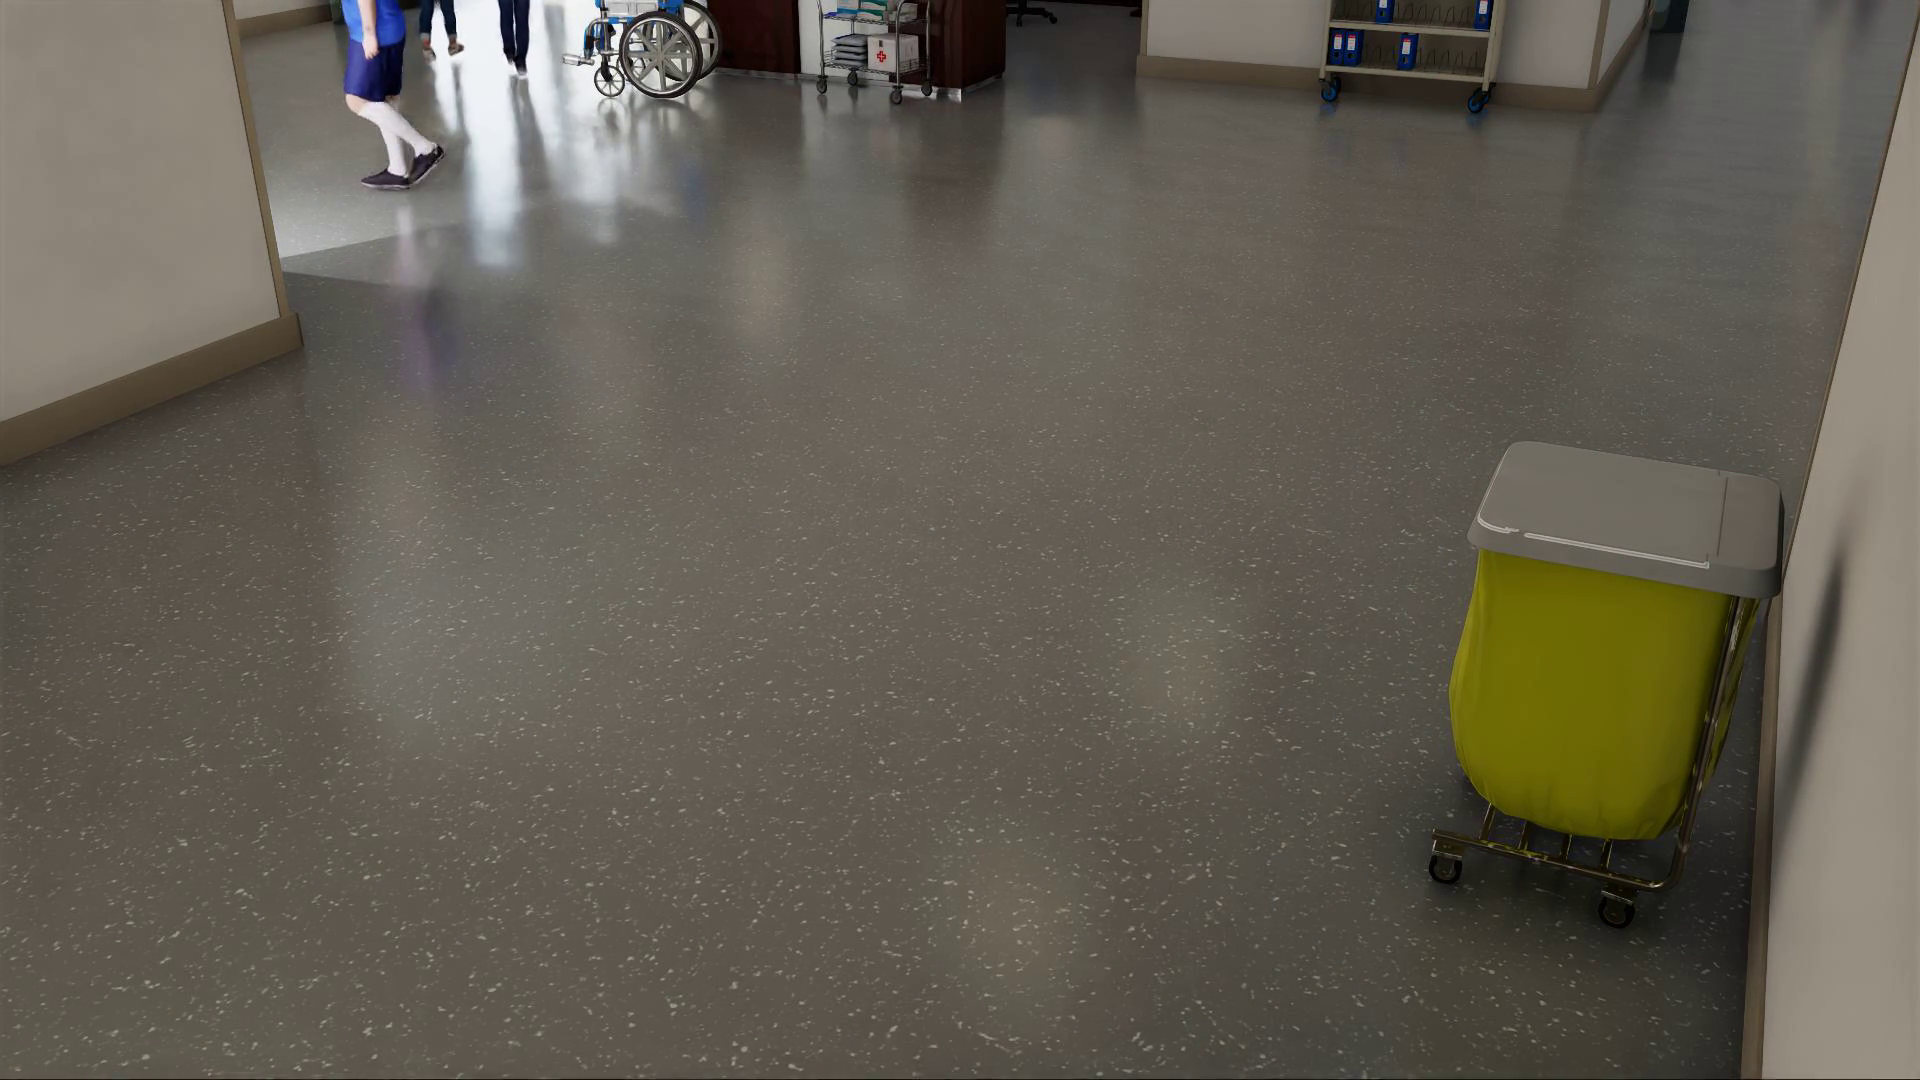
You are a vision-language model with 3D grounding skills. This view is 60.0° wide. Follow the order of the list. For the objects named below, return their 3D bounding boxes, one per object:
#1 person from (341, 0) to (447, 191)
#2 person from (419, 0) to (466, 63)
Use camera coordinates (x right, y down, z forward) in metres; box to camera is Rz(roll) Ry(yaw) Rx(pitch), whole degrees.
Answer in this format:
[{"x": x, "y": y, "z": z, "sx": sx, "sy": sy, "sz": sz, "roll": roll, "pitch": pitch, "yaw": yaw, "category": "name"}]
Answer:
[{"x": -3.317, "y": -2.927, "z": 9.663, "sx": 0.937, "sy": 1.822, "sz": 0.876, "roll": -4, "pitch": 26, "yaw": -9, "category": "person"}, {"x": -4.386, "y": -4.678, "z": 13.721, "sx": 0.984, "sy": 1.452, "sz": 0.892, "roll": 0, "pitch": 26, "yaw": 0, "category": "person"}]
